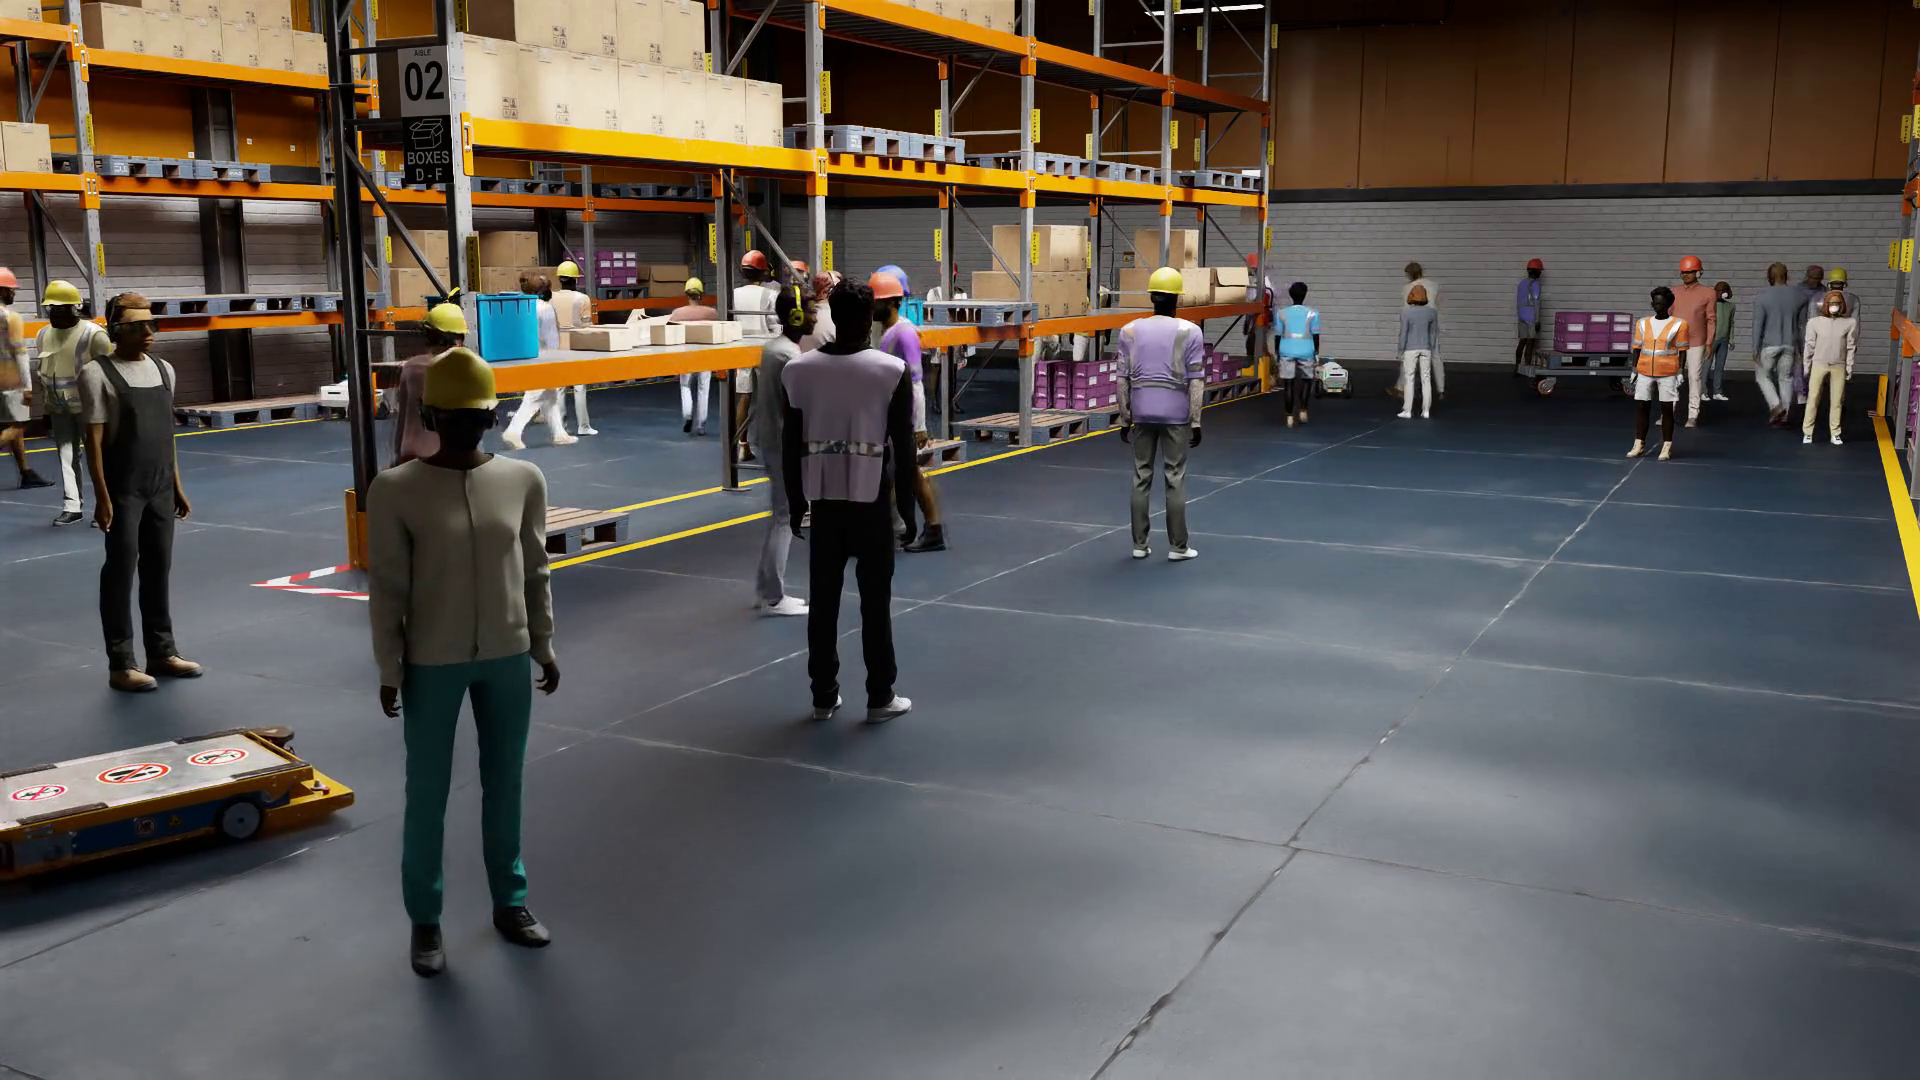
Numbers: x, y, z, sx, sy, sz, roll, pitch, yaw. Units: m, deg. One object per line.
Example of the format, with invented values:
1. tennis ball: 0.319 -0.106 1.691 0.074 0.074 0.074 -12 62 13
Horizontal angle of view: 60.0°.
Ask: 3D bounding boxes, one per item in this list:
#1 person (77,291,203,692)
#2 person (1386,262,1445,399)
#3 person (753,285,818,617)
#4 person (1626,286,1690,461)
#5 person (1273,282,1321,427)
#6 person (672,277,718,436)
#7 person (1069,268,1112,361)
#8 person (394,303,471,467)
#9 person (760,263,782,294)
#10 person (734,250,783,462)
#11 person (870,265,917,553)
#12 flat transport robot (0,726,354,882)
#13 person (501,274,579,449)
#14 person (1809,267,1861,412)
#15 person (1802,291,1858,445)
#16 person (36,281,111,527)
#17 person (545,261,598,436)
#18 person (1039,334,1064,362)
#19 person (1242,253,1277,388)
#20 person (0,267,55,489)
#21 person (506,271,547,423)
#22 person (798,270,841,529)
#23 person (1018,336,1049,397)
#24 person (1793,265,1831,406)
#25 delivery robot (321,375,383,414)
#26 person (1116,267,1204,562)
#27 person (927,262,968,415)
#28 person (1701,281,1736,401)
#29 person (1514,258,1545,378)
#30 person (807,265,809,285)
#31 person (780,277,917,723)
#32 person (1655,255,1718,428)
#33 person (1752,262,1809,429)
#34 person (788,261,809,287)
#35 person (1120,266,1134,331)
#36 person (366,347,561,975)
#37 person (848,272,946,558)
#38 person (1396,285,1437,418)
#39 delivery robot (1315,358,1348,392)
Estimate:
1. person: -3.829 -0.229 7.769 0.345 1.845 0.505 4 10 20
2. person: 6.399 -2.904 23.143 0.679 1.879 0.823 -3 10 -18
3. person: -0.972 -0.485 9.275 0.385 1.849 0.525 -4 11 -21
4. person: 6.829 -1.626 16.280 0.542 1.695 0.316 9 13 42
5. person: 3.943 -2.169 19.446 0.557 1.674 0.593 3 10 17
6. person: -2.924 -2.027 18.450 0.530 1.755 0.363 -2 10 -9
7. person: 1.799 -2.855 23.011 0.627 1.836 0.428 -1 10 -4
8. person: -2.955 -0.465 9.426 0.541 1.730 0.623 8 12 38
9. person: -3.152 -3.633 27.427 0.362 1.865 0.532 -10 14 -44
10. person: -1.982 -1.776 16.144 0.605 2.045 0.379 3 10 17
11. person: -0.492 -0.882 11.280 0.603 1.937 0.402 8 13 39
12. flat transport robot: -2.916 0.912 5.713 1.431 0.197 0.652 -9 13 -42
13. person: -4.413 -1.851 17.289 0.921 1.809 0.639 -9 13 -42
14. person: 11.103 -2.536 21.144 0.592 1.837 0.404 6 11 30
15. person: 9.191 -1.816 17.597 0.495 1.626 0.284 3 10 18
16. person: -6.531 -0.995 12.280 0.591 1.823 0.405 2 10 10
17. person: -4.322 -2.112 18.424 0.585 1.928 0.378 2 10 13
18. person: 1.227 -2.863 23.733 0.527 1.602 0.799 1 10 6
19. person: 4.389 -3.294 25.049 0.912 2.001 0.639 5 11 26
20. person: -8.090 -1.338 14.002 0.554 1.913 0.814 5 11 25
21. person: -5.120 -2.250 19.571 0.658 1.803 0.931 6 11 31
22. person: -0.968 -1.000 12.093 0.643 1.900 0.403 9 13 41
23. person: 1.056 -2.818 23.388 0.532 1.617 0.440 9 13 43
24. person: 11.298 -2.712 22.129 0.700 1.843 0.888 2 10 9
25. delivery robot: -7.326 -1.749 20.029 0.707 0.478 0.477 3 10 17
26. person: 1.321 -0.819 10.943 0.589 1.928 0.385 5 11 27
27. person: -0.144 -2.534 20.845 0.547 1.937 0.379 -5 11 -27
28. person: 10.398 -2.723 22.817 0.502 1.633 0.277 -3 10 -14
29. person: 9.300 -3.611 27.086 0.378 1.932 0.551 -2 10 -14
30. person: -2.560 -3.798 28.497 0.586 1.823 0.403 3 10 16
31. person: -0.473 -0.162 7.169 0.596 1.916 0.373 3 10 15
32. person: 8.435 -2.299 19.313 0.614 1.993 0.395 9 13 42
33. person: 9.383 -2.213 19.037 0.659 1.917 0.498 0 10 3
34. person: -1.803 -2.223 19.053 0.673 1.931 0.691 -6 12 -33
35. person: 2.653 -3.187 24.796 0.587 1.881 0.344 -2 10 -10
36. person: -1.390 0.337 4.724 0.533 1.765 0.329 -7 12 -36
37. person: -0.523 -0.817 11.046 0.989 1.880 0.557 -3 10 -18
38. person: 5.606 -2.300 20.434 0.509 1.629 0.430 -2 10 -10
39. delivery robot: 5.187 -2.301 23.225 0.477 0.478 0.707 0 10 2
